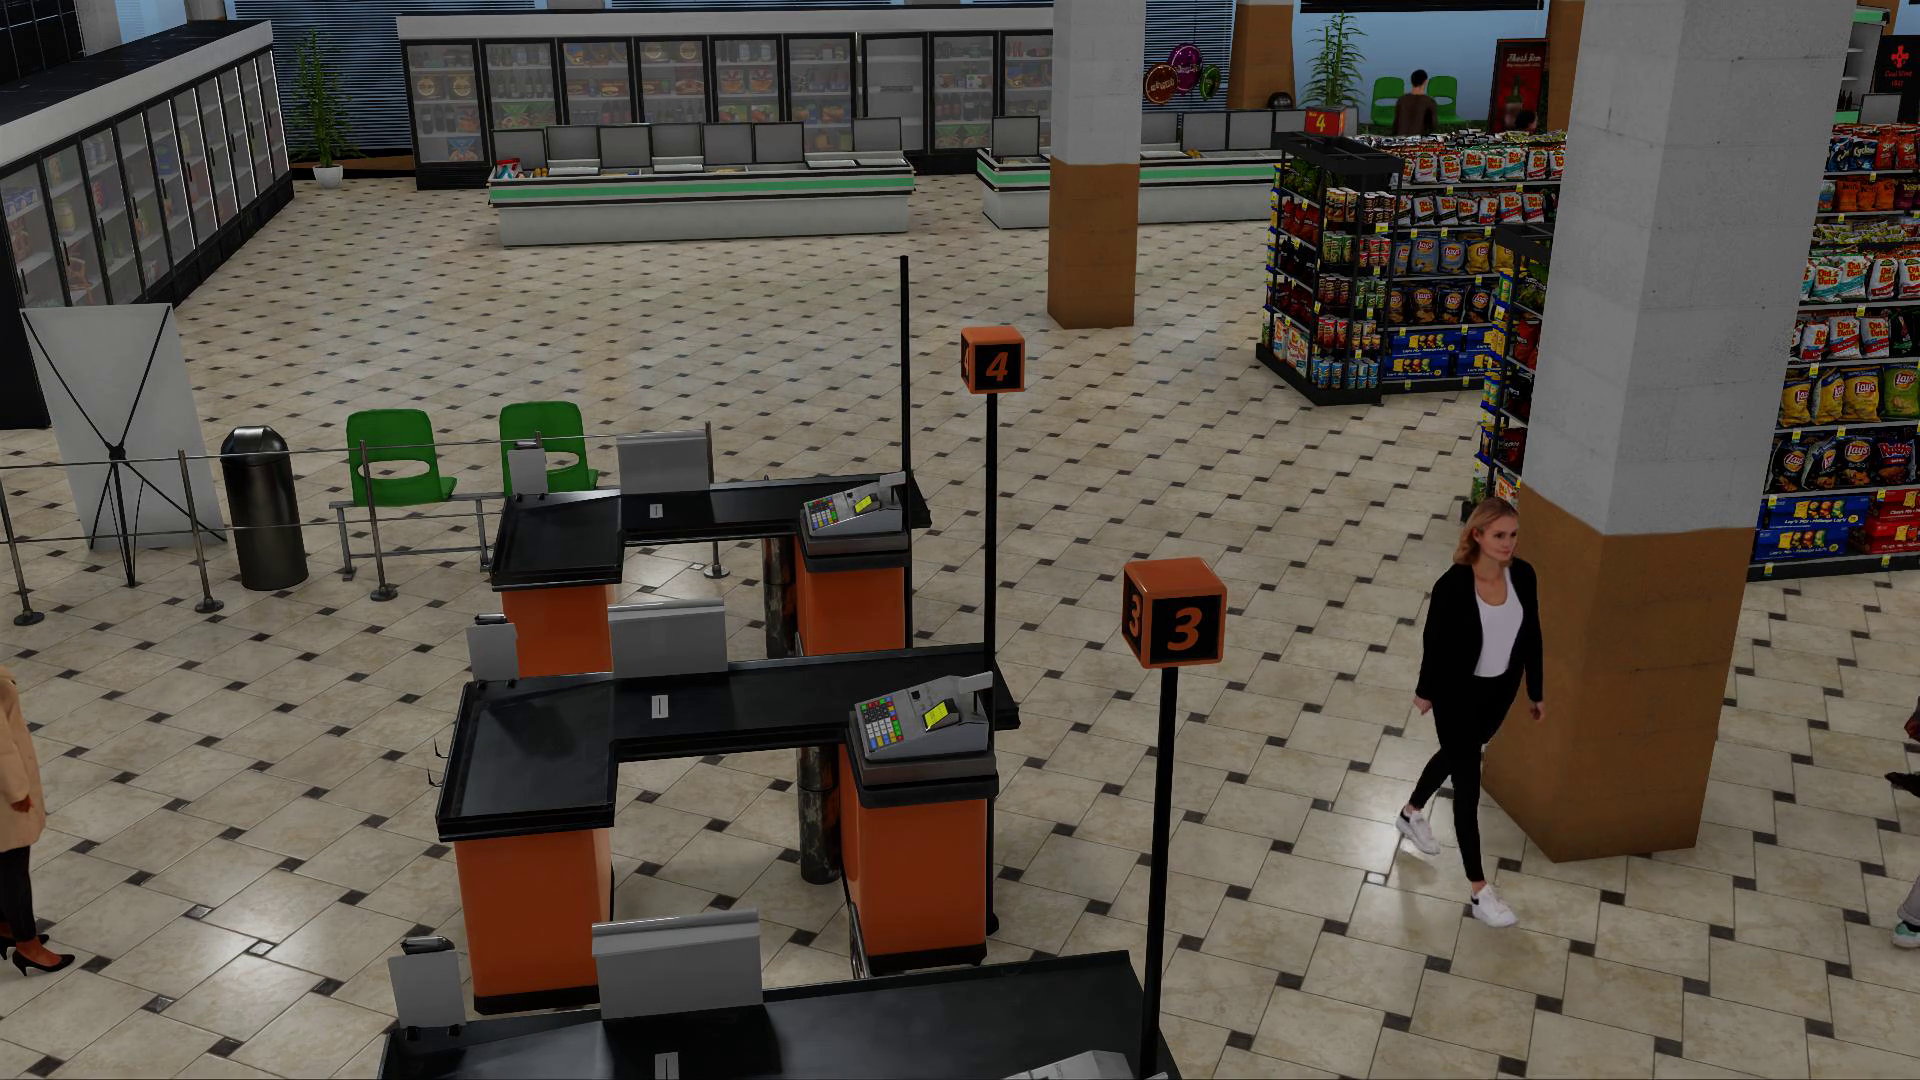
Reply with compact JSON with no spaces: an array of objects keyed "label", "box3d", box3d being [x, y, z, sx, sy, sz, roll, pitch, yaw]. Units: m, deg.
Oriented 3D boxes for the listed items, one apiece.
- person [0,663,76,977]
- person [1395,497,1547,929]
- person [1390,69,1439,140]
[{"label":"person","box3d":[-3.743,0.910,6.415,0.724,1.681,0.745,19,29,39]},{"label":"person","box3d":[2.091,0.644,6.989,1.151,1.747,0.842,-8,23,-20]},{"label":"person","box3d":[5.447,-4.714,20.218,1.192,1.825,1.267,17,27,35]}]
